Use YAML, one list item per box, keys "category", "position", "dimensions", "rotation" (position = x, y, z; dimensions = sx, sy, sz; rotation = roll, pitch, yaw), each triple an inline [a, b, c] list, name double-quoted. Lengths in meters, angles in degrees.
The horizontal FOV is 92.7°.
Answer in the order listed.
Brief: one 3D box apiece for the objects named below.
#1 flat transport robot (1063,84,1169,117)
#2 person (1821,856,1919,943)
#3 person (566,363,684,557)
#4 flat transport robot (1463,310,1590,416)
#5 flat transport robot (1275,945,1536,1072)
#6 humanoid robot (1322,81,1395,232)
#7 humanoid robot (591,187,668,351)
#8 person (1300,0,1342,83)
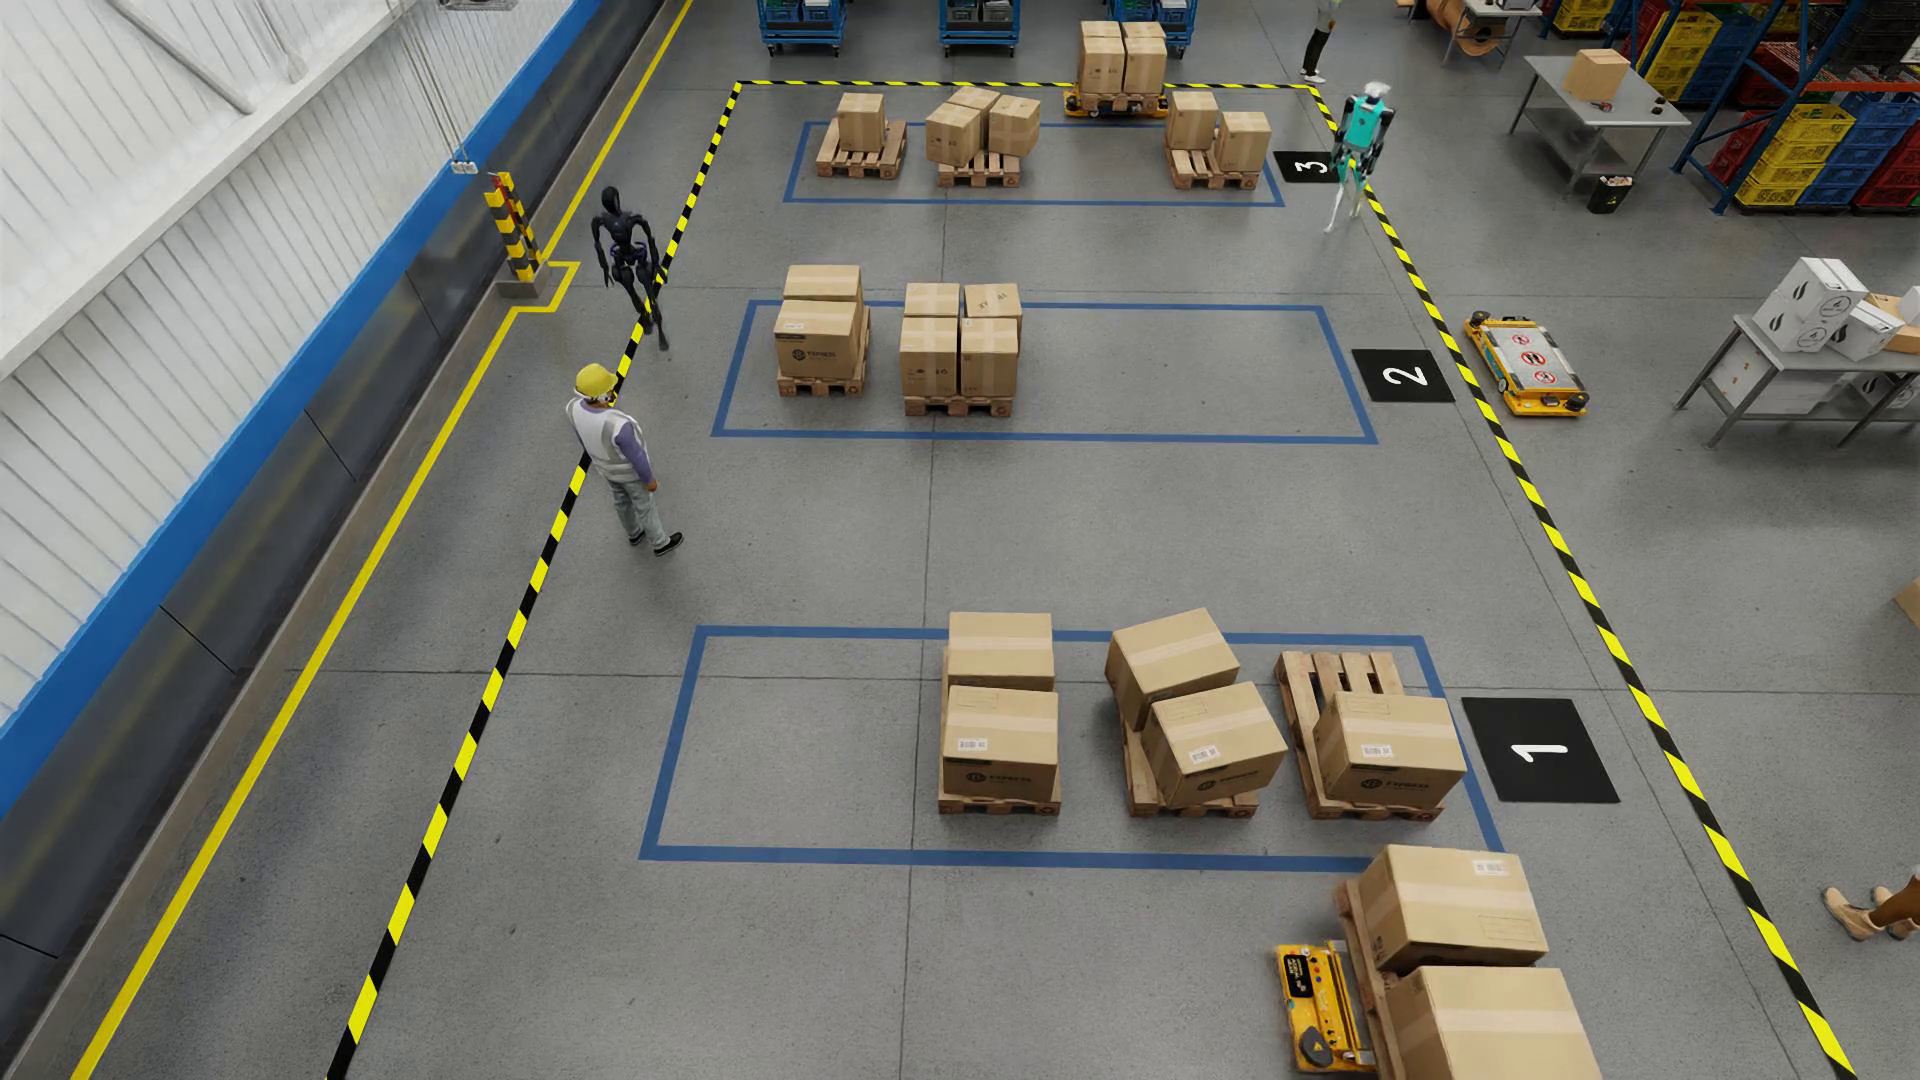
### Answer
- category: "flat transport robot"
  position: [2.189, -6.201, 12.882]
  dimensions: [1.431, 0.197, 0.652]
  rotation: [1, 49, 1]
- category: "person"
  position: [5.588, 1.668, 4.918]
  dimensions: [0.614, 2.040, 0.369]
  rotation: [1, 49, 0]
- category: "person"
  position: [-2.567, -0.588, 7.007]
  dimensions: [0.600, 1.830, 0.404]
  rotation: [23, 53, 19]
- category: "flat transport robot"
  position: [5.573, -1.757, 9.054]
  dimensions: [0.659, 0.231, 1.431]
  rotation: [1, 49, 1]
- category: "flat transport robot"
  position: [2.600, 2.652, 5.219]
  dimensions: [1.431, 0.197, 0.652]
  rotation: [1, 49, 1]
- category: "humanoid robot"
  position: [4.504, -4.317, 10.311]
  dimensions: [0.544, 1.802, 0.820]
  rotation: [33, 57, 25]
- category: "humanoid robot"
  position: [-3.186, -2.624, 8.884]
  dimensions: [0.614, 1.632, 0.646]
  rotation: [-8, 50, -6]
- category: "person"
  position: [5.261, -7.501, 12.979]
  dimensions: [0.401, 1.851, 0.590]
  rotation: [3, 49, 3]
